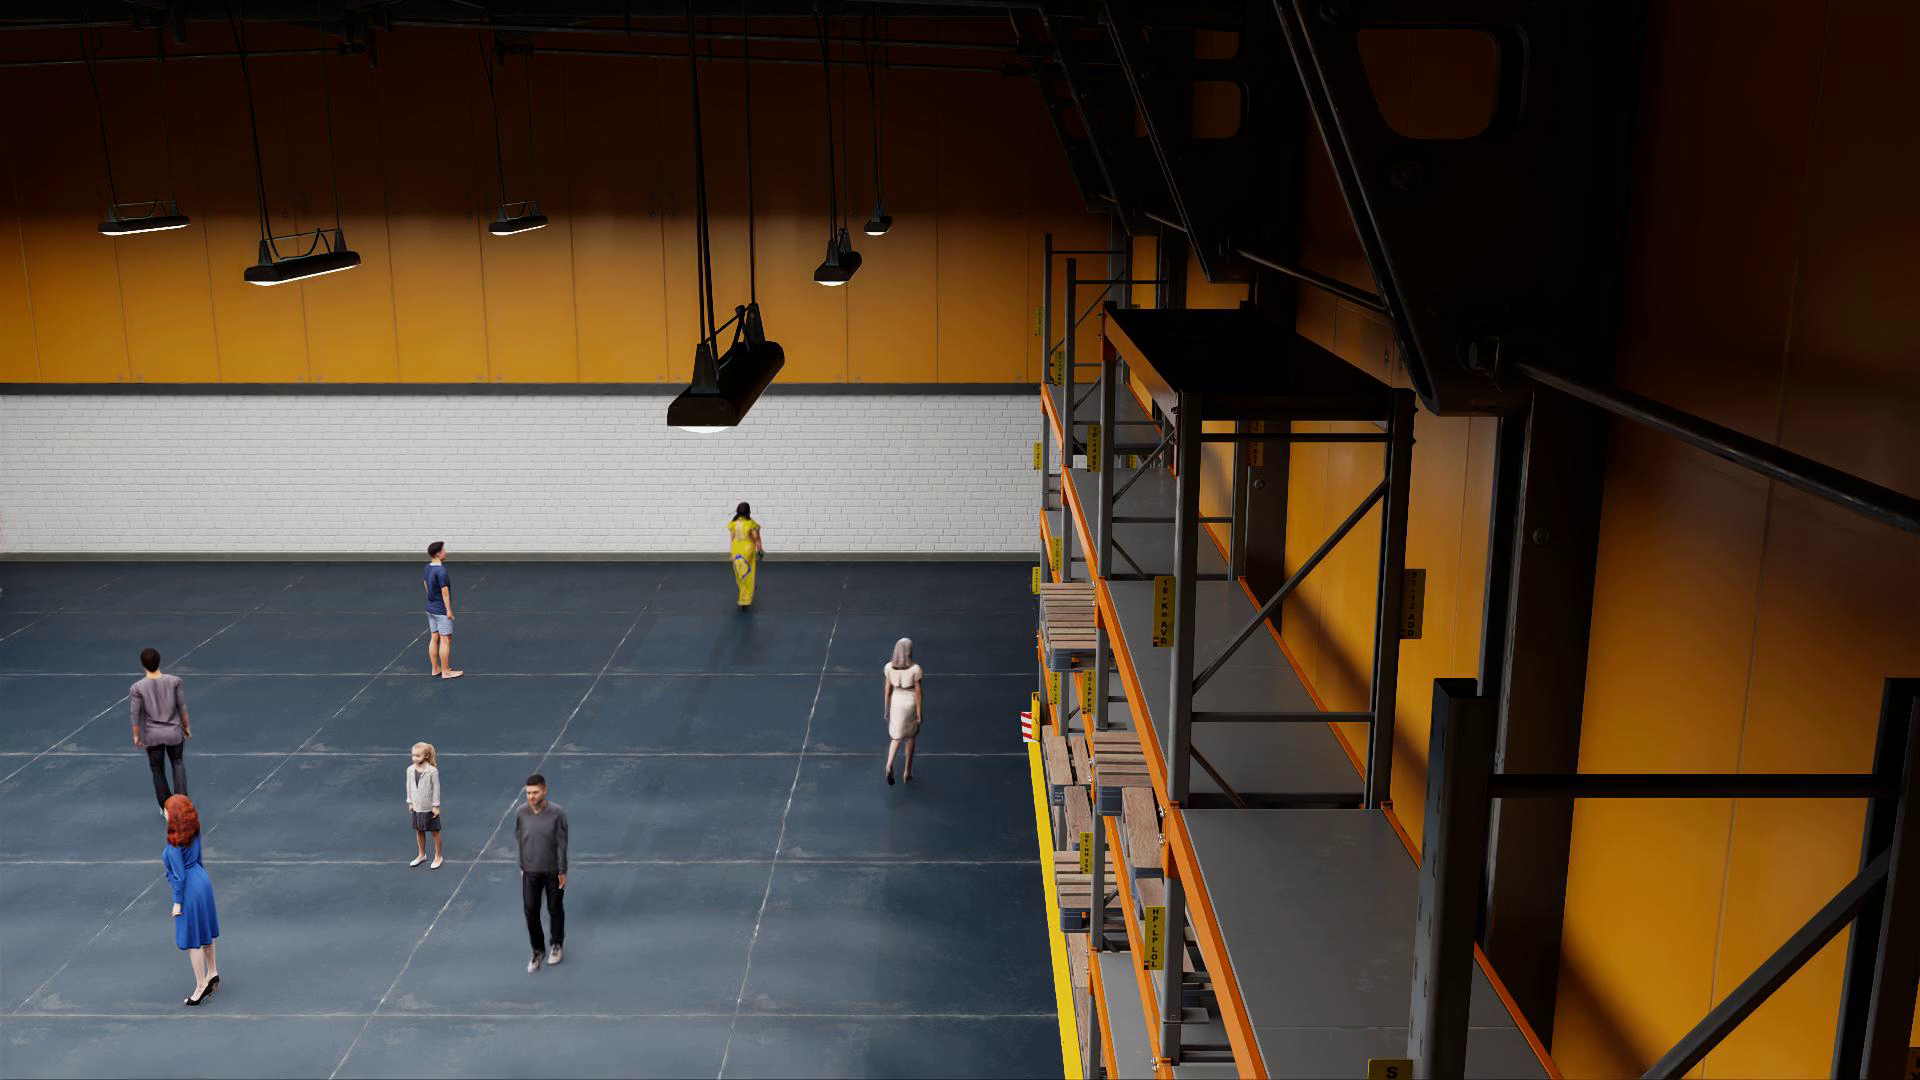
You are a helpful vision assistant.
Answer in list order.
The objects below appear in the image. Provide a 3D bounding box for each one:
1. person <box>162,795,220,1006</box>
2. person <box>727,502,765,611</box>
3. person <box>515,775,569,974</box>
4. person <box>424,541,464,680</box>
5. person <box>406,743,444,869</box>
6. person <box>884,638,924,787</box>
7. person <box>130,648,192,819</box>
[{"bbox_3d":[-6.382,2.976,13.809,0.671,1.828,0.517,1,14,3],"label":"person"},{"bbox_3d":[-3.320,0.267,25.447,1.073,1.616,1.302,5,14,19],"label":"person"},{"bbox_3d":[-3.607,2.845,14.526,0.627,1.746,0.670,-1,14,-4],"label":"person"},{"bbox_3d":[-6.964,0.924,22.243,0.702,1.847,0.754,12,18,41],"label":"person"},{"bbox_3d":[-5.301,2.614,16.479,0.557,1.275,0.577,3,14,13],"label":"person"},{"bbox_3d":[-0.638,1.941,18.314,0.783,1.720,1.039,4,14,17],"label":"person"},{"bbox_3d":[-8.401,2.064,17.558,0.814,1.836,0.834,-9,16,-33],"label":"person"}]
